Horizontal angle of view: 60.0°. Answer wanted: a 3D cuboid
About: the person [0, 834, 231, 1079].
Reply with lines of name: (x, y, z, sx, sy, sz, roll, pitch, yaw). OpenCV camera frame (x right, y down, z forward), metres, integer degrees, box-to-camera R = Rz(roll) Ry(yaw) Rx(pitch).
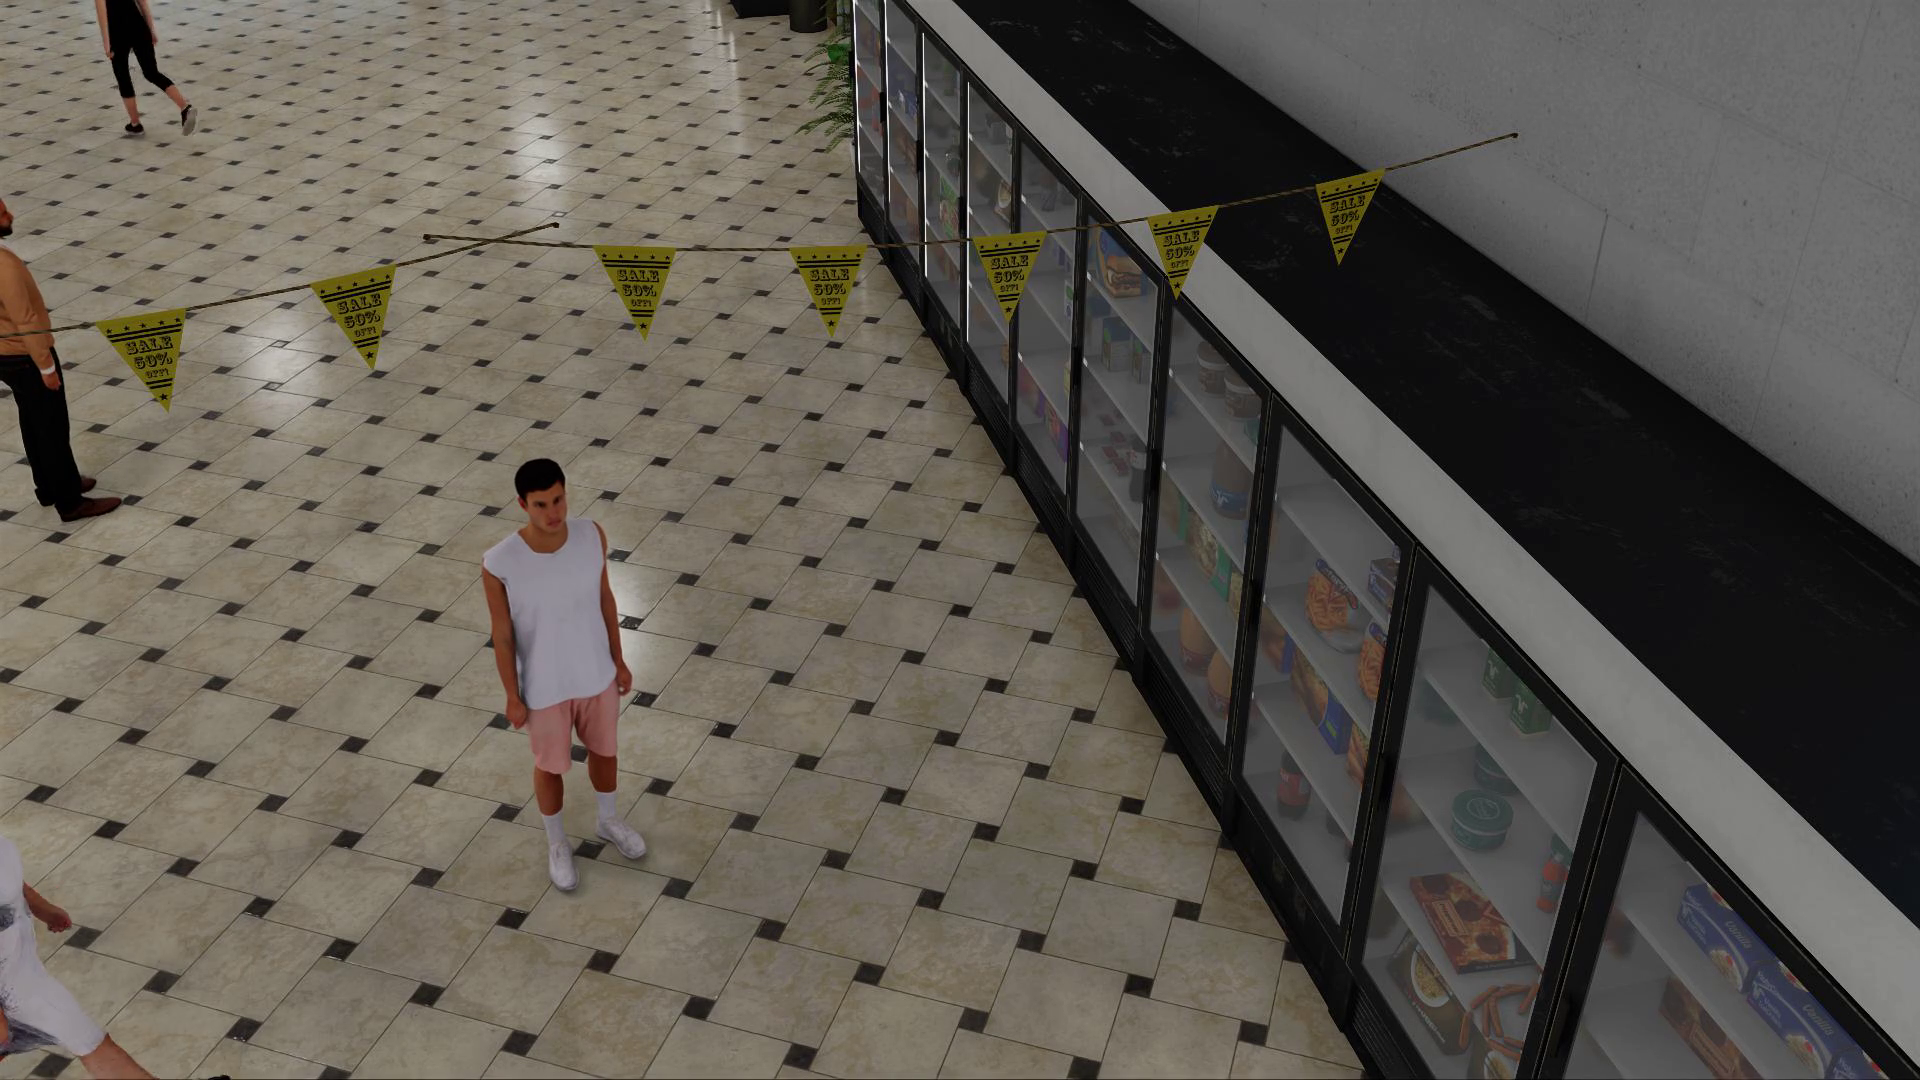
person: (-2.937, 1.312, 4.930, 1.131, 1.702, 0.843, -22, 38, -31)

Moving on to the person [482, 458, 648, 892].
person: (-1.469, 0.480, 6.184, 0.627, 1.789, 0.772, -20, 37, -29)

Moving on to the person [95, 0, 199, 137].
person: (-6.756, -4.116, 13.658, 1.093, 1.697, 1.076, 18, 36, 27)

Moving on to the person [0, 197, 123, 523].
person: (-4.770, -0.932, 8.489, 0.751, 1.752, 0.756, 27, 41, 36)
